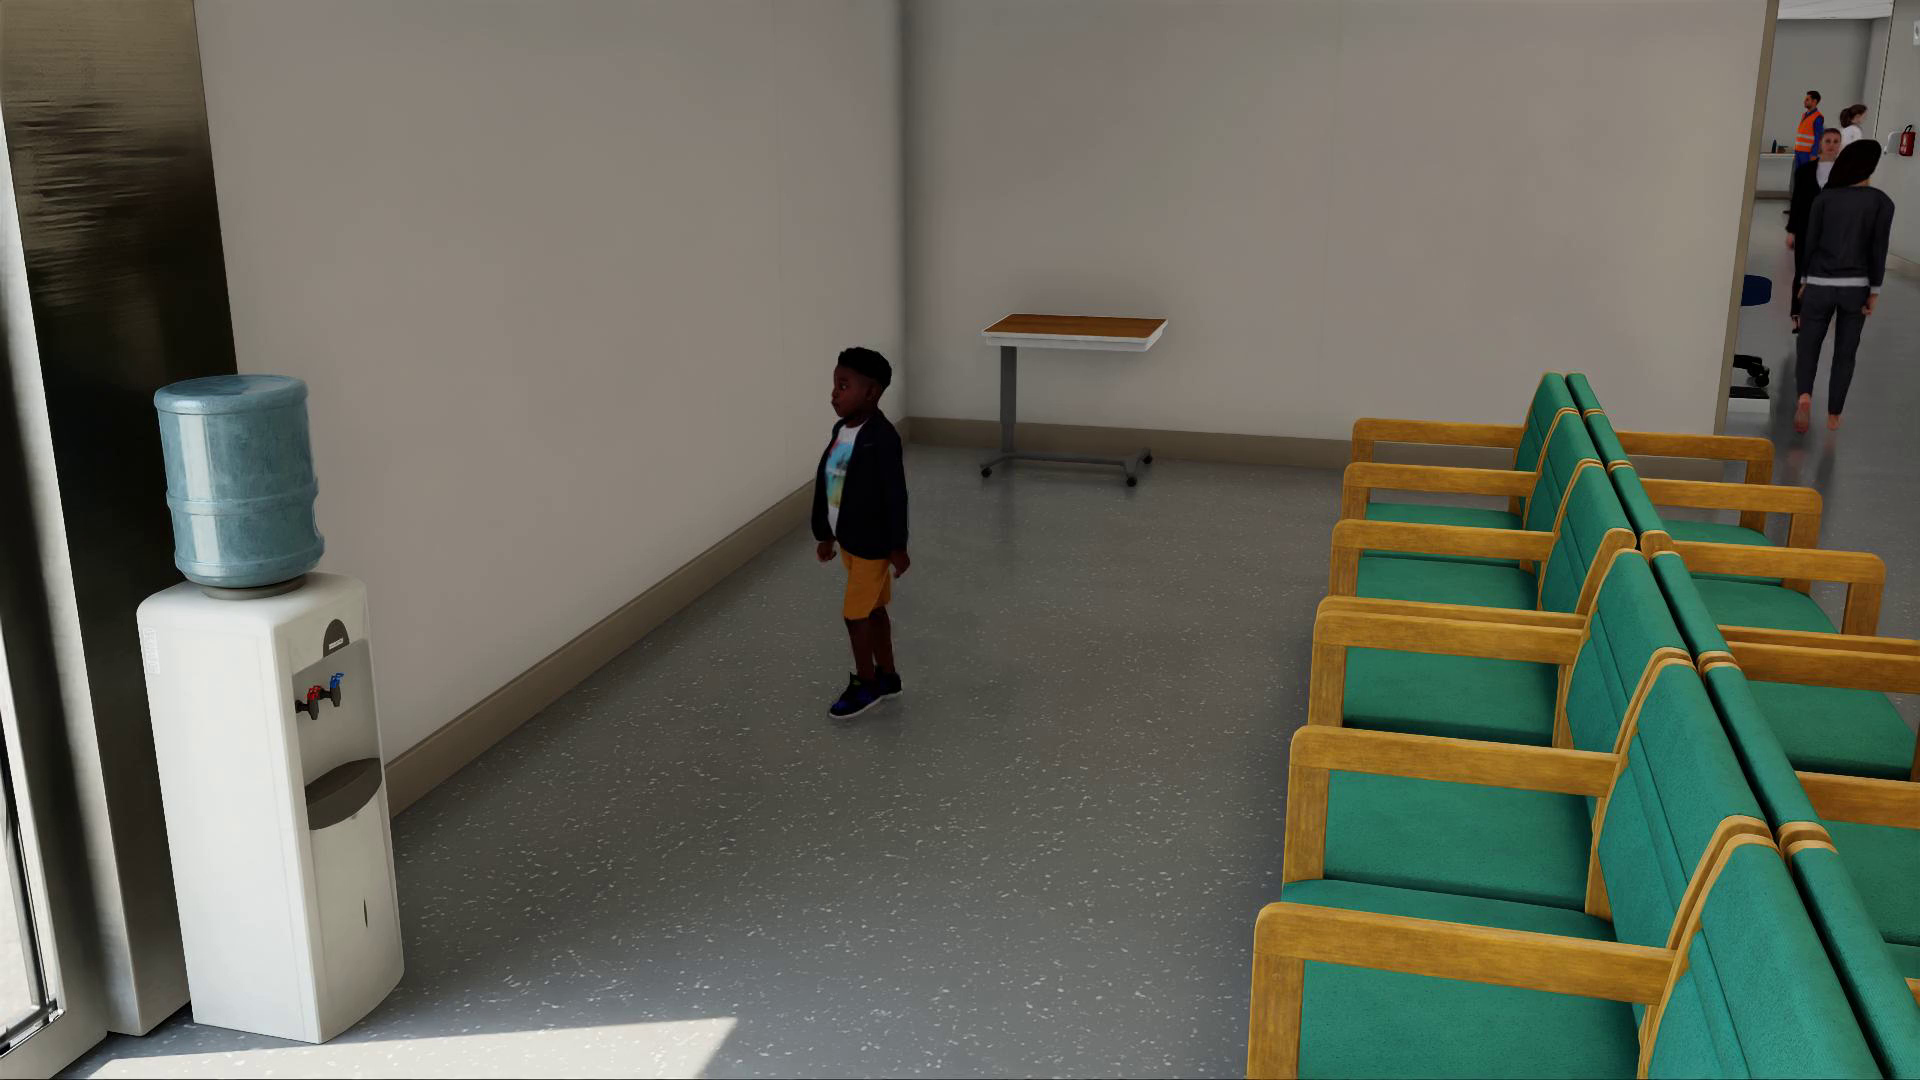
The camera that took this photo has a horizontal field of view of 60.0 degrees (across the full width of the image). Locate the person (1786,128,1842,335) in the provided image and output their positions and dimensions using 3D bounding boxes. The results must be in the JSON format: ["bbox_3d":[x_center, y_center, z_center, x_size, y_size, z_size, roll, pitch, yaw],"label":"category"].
[{"bbox_3d":[7.042,-2.495,13.649,0.925,1.677,0.761,6,17,21],"label":"person"}]

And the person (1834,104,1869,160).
[{"bbox_3d":[11.174,-4.639,21.147,0.854,1.734,0.815,-6,17,-20],"label":"person"}]

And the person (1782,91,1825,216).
[{"bbox_3d":[12.880,-5.874,25.290,0.712,1.863,0.757,-1,16,-3],"label":"person"}]

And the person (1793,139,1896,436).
[{"bbox_3d":[5.222,-1.479,9.917,1.007,1.746,0.841,9,18,30],"label":"person"}]

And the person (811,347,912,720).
[{"bbox_3d":[-0.265,-0.036,5.693,0.708,1.260,0.645,-11,19,-33],"label":"person"}]
